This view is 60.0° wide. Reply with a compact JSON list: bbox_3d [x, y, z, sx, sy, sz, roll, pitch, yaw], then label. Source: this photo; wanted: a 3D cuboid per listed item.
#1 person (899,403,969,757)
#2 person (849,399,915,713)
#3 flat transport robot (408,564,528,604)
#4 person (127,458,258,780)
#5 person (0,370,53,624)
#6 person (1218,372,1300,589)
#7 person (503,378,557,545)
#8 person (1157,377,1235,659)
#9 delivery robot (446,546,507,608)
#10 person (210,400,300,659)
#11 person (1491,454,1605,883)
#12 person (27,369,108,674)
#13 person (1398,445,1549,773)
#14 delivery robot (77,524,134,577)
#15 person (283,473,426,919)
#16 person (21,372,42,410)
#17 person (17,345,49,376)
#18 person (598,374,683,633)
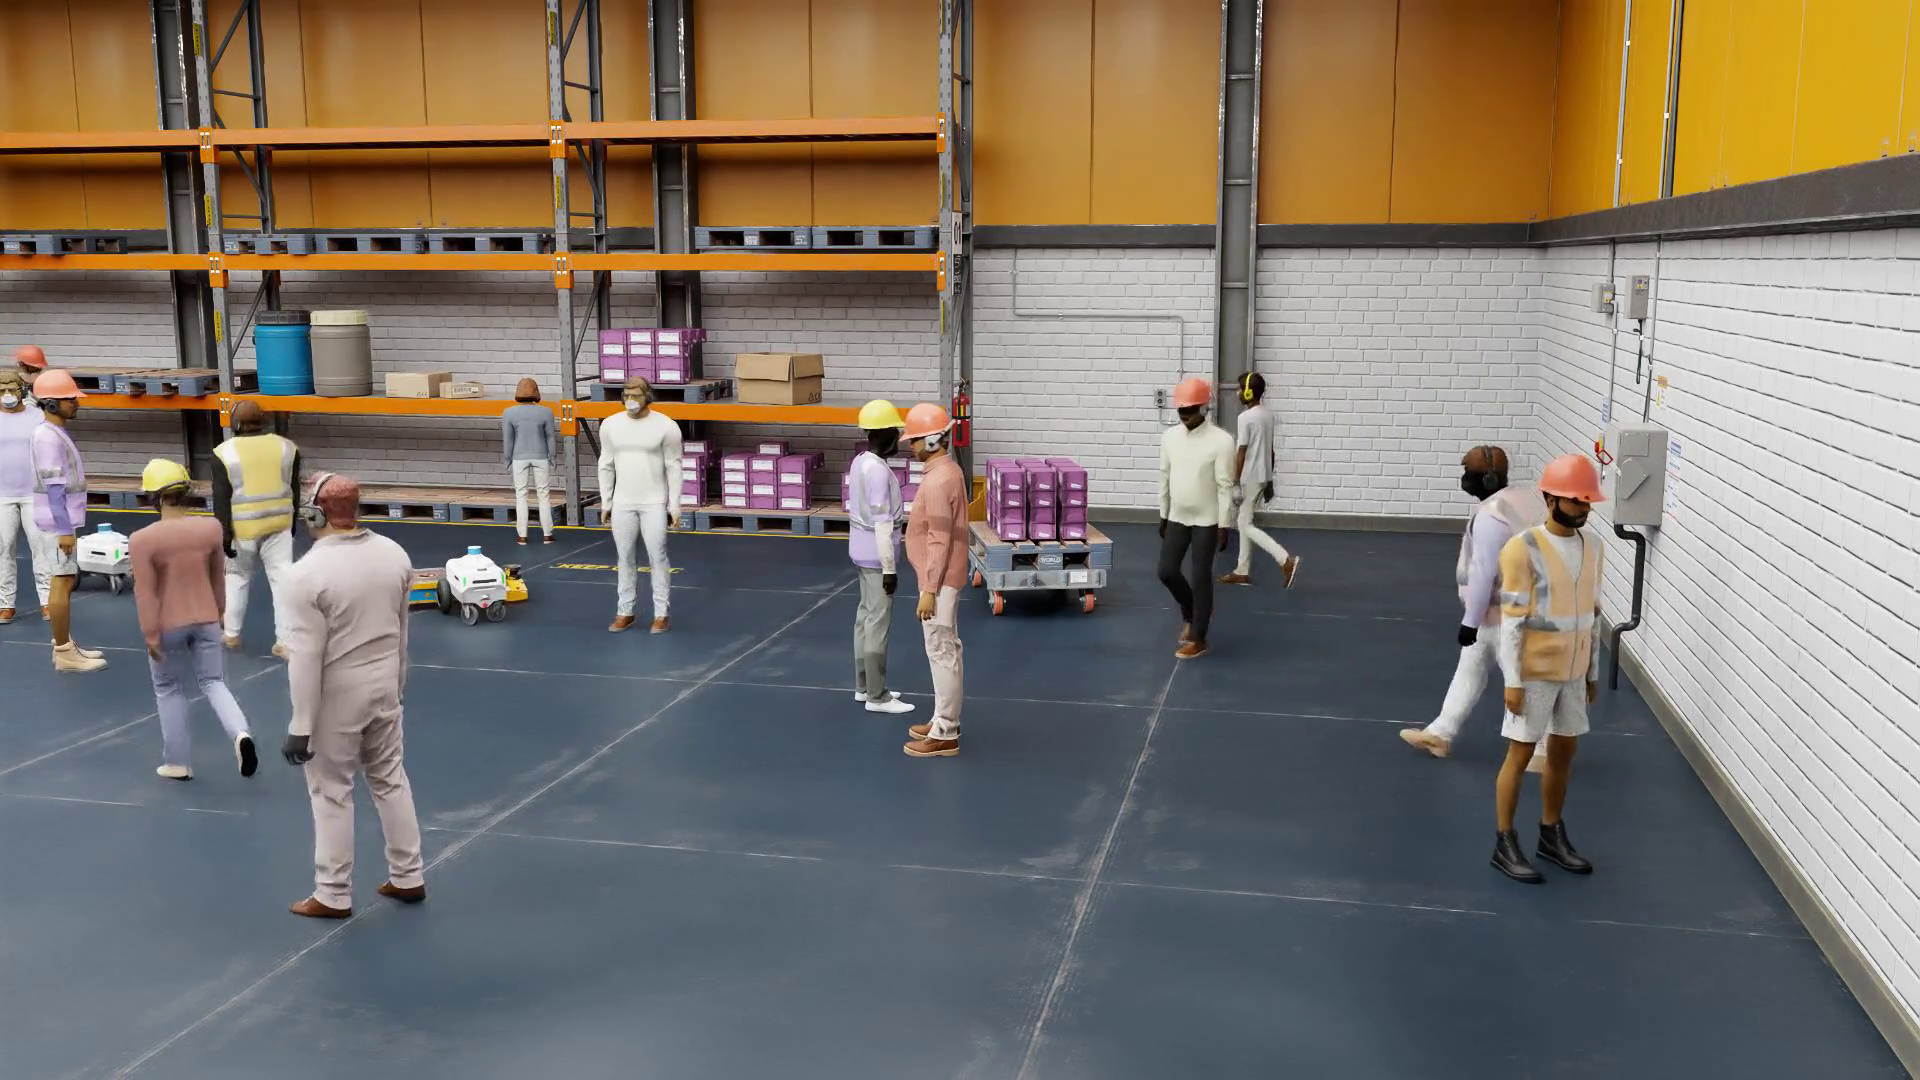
[{"bbox_3d":[-0.142,0.222,9.354,0.391,1.986,0.609,1,10,6],"label":"person"},{"bbox_3d":[-0.498,0.099,10.245,0.361,1.930,0.587,-3,10,-16],"label":"person"},{"bbox_3d":[-4.278,0.377,13.506,1.431,0.197,0.652,-3,10,-19],"label":"flat transport robot"},{"bbox_3d":[-4.049,0.442,8.745,0.666,1.748,0.520,8,13,40],"label":"person"},{"bbox_3d":[-7.215,-0.329,12.757,0.632,1.940,0.372,-5,11,-27],"label":"person"},{"bbox_3d":[2.517,-0.488,13.987,0.755,1.844,0.530,8,12,38],"label":"person"},{"bbox_3d":[-4.198,-0.769,16.262,0.506,1.631,0.277,-2,10,-12],"label":"person"},{"bbox_3d":[1.624,-0.149,11.583,0.649,1.973,0.453,8,13,40],"label":"person"},{"bbox_3d":[-3.756,0.291,12.900,0.477,0.478,0.707,-5,11,-26],"label":"delivery robot"},{"bbox_3d":[-4.986,-0.091,11.760,0.639,1.796,0.937,-8,12,-39],"label":"person"},{"bbox_3d":[2.666,0.576,7.444,0.548,1.931,0.387,-4,10,-22],"label":"person"},{"bbox_3d":[-6.044,-0.126,11.241,0.381,2.045,0.605,-5,11,-28],"label":"person"},{"bbox_3d":[2.891,0.376,9.024,0.905,1.790,0.650,4,10,22],"label":"person"},{"bbox_3d":[-7.179,0.106,13.995,0.707,0.478,0.477,5,11,26],"label":"delivery robot"},{"bbox_3d":[-2.599,0.668,7.033,0.532,1.910,0.660,4,11,25],"label":"person"},{"bbox_3d":[-9.401,-0.884,16.927,0.309,1.641,0.511,-6,11,-31],"label":"person"},{"bbox_3d":[-9.905,-1.122,17.595,0.635,1.895,0.622,-4,10,-21],"label":"person"},{"bbox_3d":[-2.379,-0.265,12.379,0.635,1.936,0.356,1,10,8],"label":"person"}]
